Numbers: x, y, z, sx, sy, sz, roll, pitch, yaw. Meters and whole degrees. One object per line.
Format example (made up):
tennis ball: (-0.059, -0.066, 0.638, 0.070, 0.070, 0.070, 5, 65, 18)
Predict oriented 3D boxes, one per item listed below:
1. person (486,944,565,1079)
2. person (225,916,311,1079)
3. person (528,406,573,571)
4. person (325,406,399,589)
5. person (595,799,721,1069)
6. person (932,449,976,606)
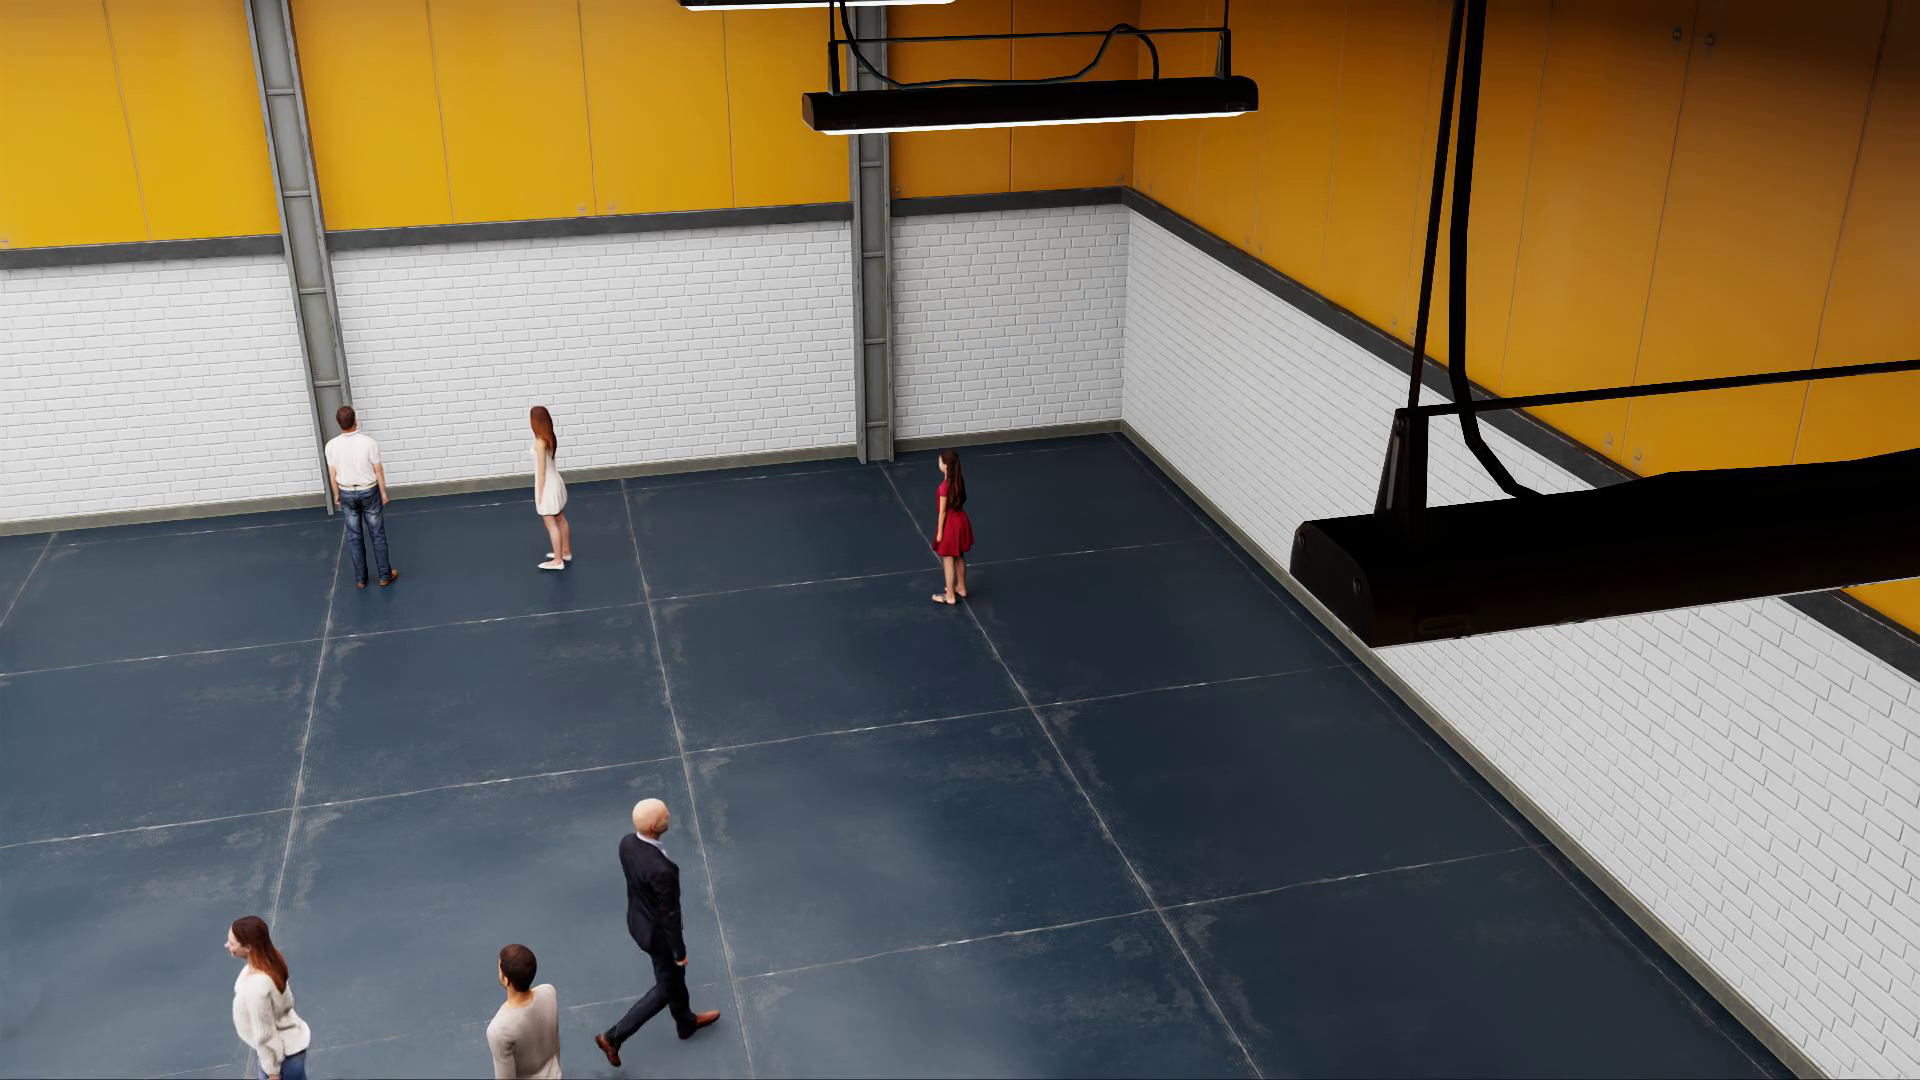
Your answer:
person: (-2.232, 2.902, 8.700, 0.784, 1.868, 0.744, 11, 26, 23)
person: (-3.679, 2.789, 9.205, 0.974, 1.670, 0.612, -6, 24, -13)
person: (-4.134, -0.541, 16.772, 0.618, 1.711, 0.626, 2, 24, 4)
person: (-5.900, -0.426, 16.329, 0.540, 1.856, 0.745, -3, 24, -7)
person: (-1.886, 2.377, 10.012, 1.195, 1.779, 0.942, -16, 28, -33)
person: (-0.073, -0.138, 16.051, 0.747, 1.551, 0.687, 13, 27, 28)
